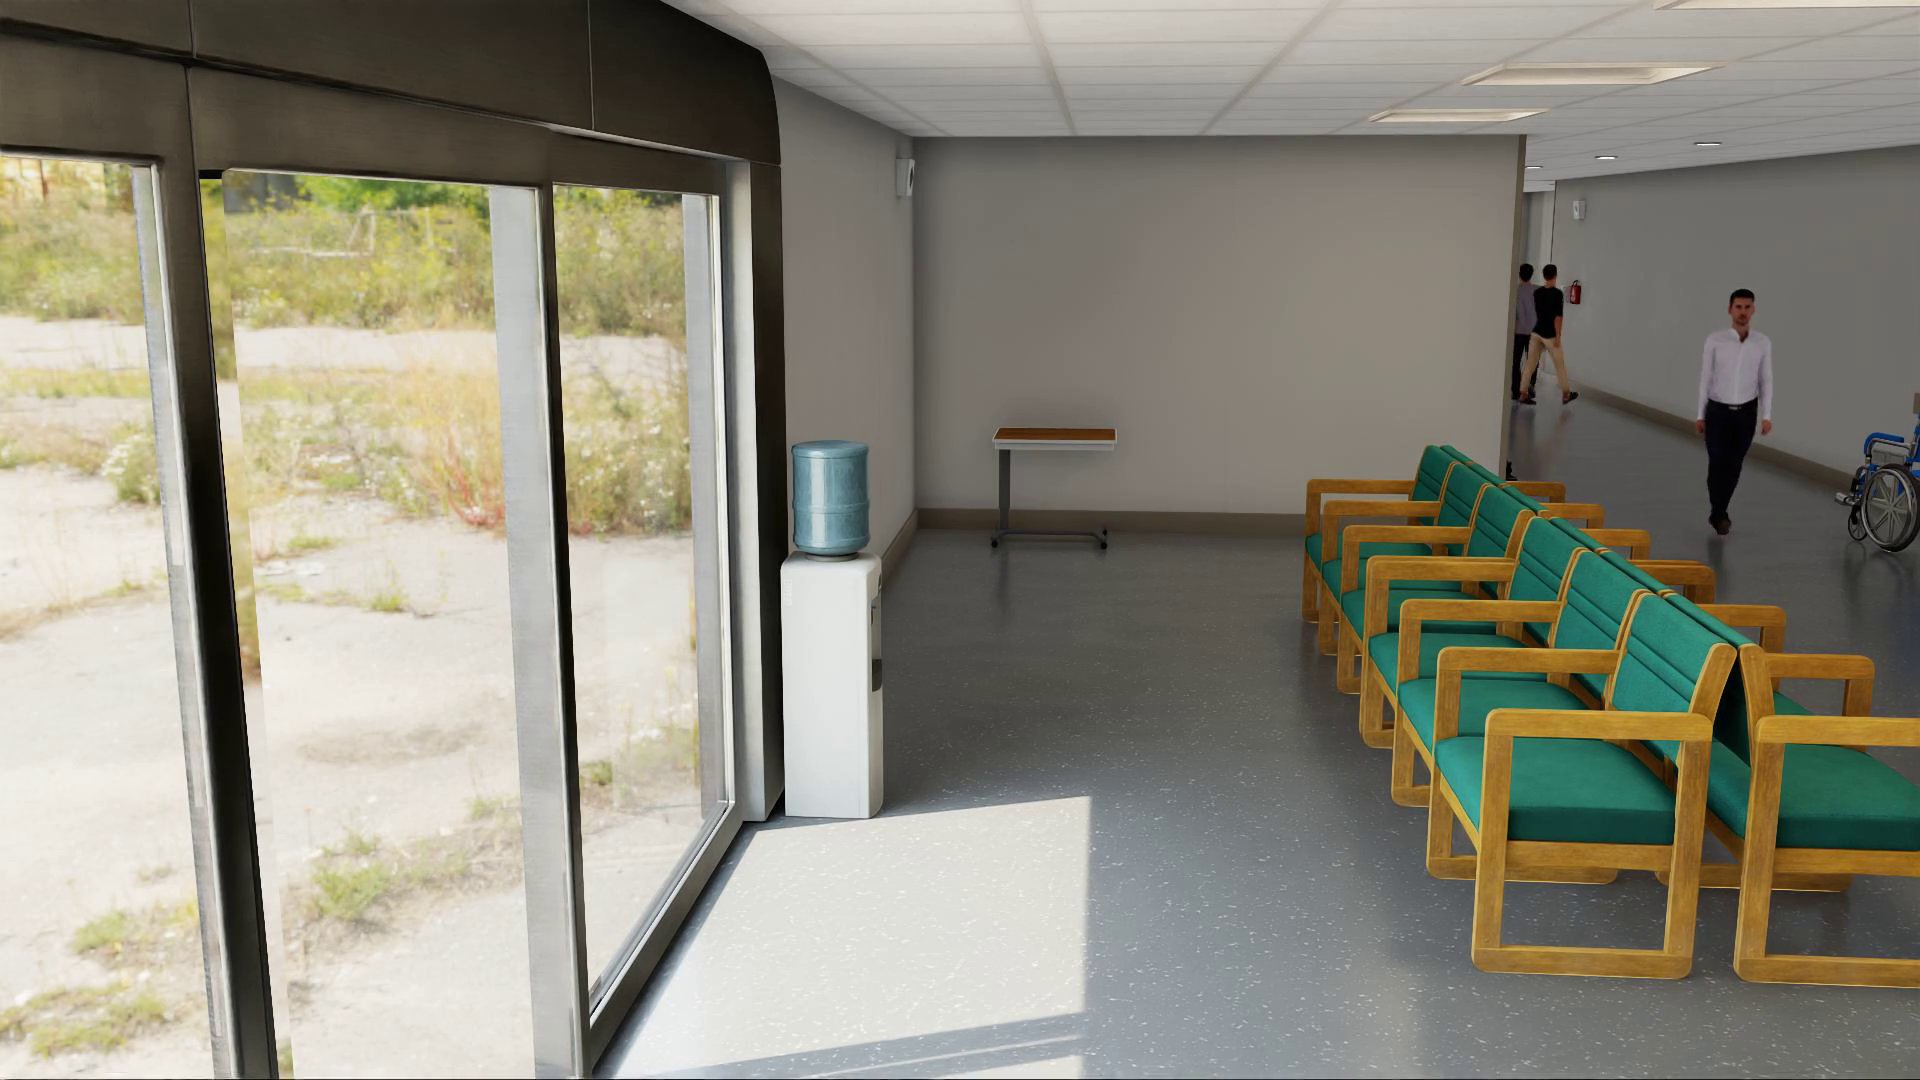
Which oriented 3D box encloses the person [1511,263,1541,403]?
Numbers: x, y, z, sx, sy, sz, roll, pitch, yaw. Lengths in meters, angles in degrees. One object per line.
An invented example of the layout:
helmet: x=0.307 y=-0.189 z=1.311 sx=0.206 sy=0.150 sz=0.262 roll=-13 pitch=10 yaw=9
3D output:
person: x=7.494 y=-2.725 z=22.015 sx=0.703 sy=1.828 sz=0.784 roll=2 pitch=11 yaw=11

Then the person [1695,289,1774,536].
person: x=5.811 y=-0.951 z=12.548 sx=1.139 sy=1.833 sz=0.830 roll=3 pitch=11 yaw=14

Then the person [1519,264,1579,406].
person: x=7.449 y=-2.582 z=21.357 sx=1.232 sy=1.793 sz=1.114 roll=-7 pitch=13 yaw=-31
